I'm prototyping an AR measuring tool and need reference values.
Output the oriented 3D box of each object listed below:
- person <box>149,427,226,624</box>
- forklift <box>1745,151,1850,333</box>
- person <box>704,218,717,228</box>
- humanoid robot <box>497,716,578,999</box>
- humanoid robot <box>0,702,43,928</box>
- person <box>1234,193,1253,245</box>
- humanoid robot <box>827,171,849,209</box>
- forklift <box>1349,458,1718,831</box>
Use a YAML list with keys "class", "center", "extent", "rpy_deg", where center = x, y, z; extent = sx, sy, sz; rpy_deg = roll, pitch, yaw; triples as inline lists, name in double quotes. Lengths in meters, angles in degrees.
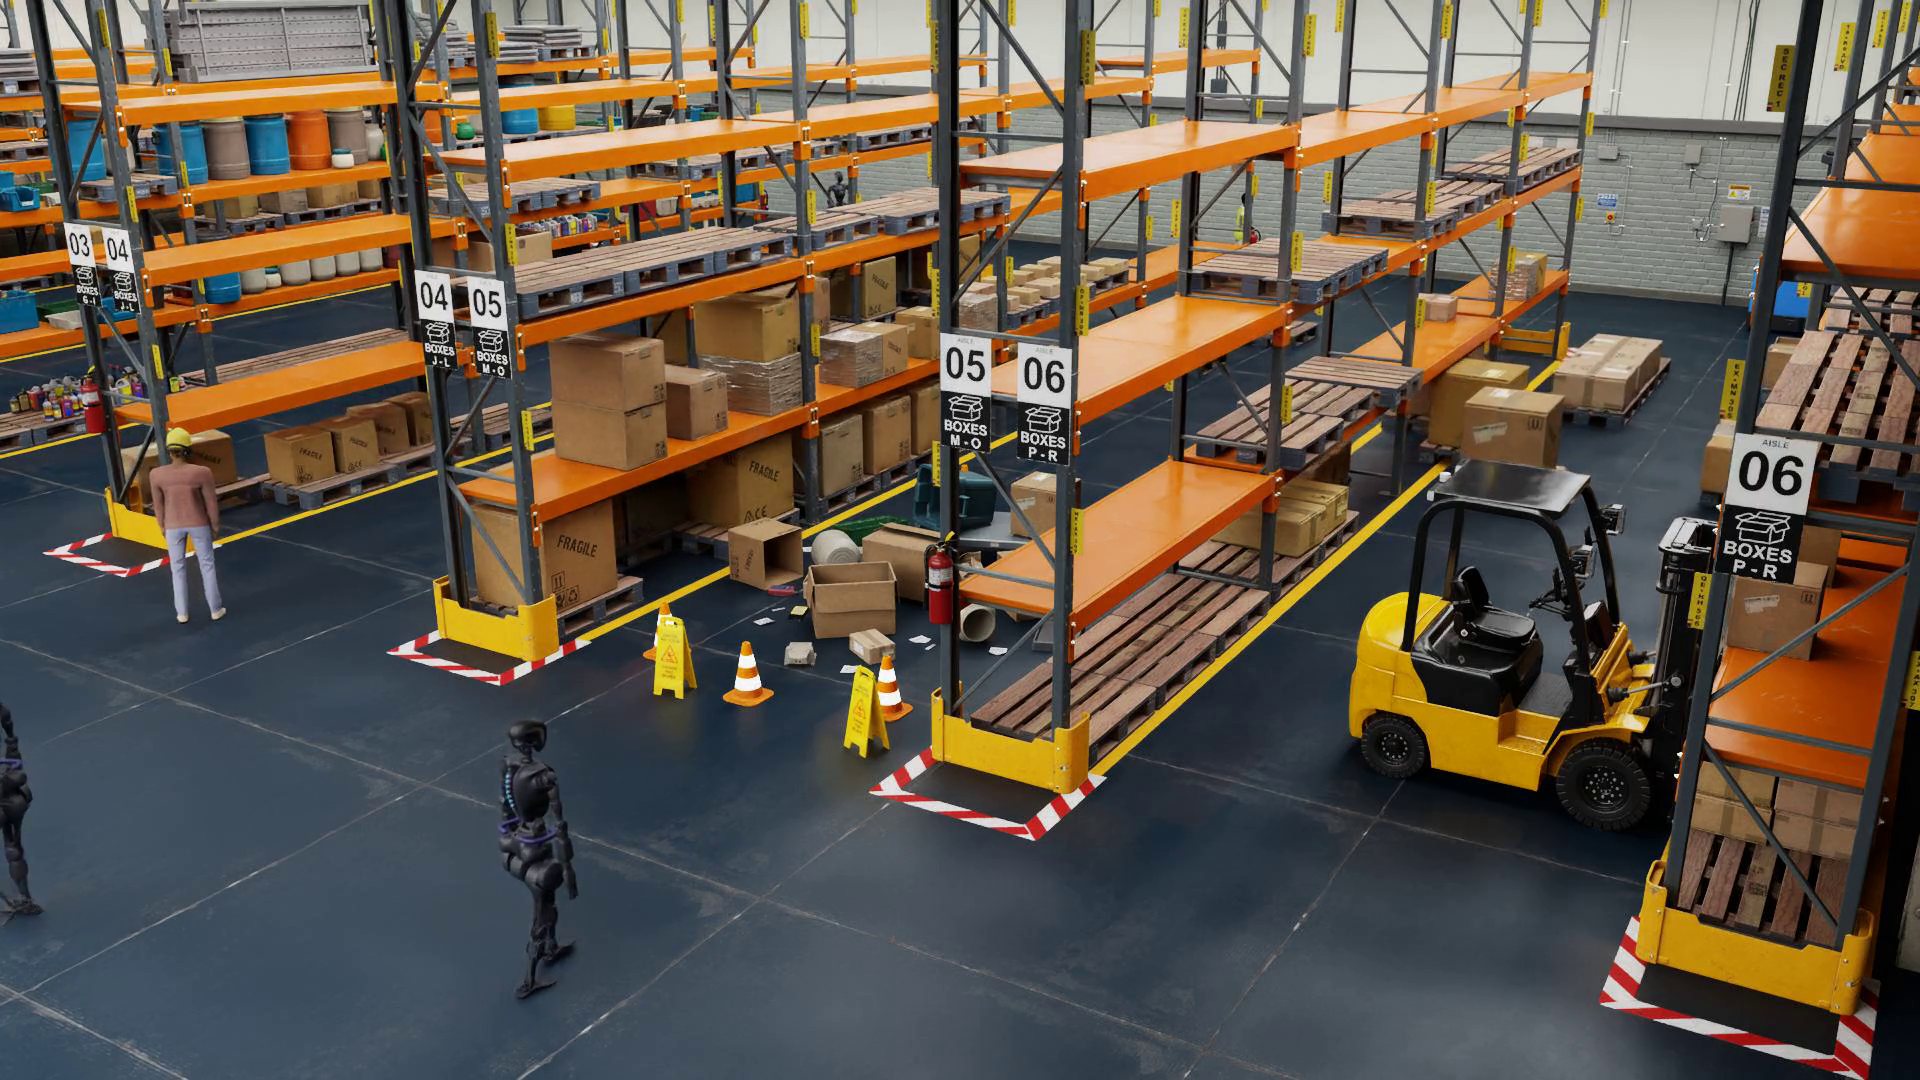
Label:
- class: "person"
  center: [-6.822, -0.128, 14.717]
  extent: [0.524, 1.758, 0.350]
  rpy_deg: [-6, 20, -16]
- class: "forklift"
  center: [13.620, -4.667, 26.137]
  extent: [1.873, 2.768, 1.129]
  rpy_deg: [11, 22, 29]
- class: "person"
  center: [-5.237, -7.062, 34.865]
  extent: [0.490, 1.688, 0.348]
  rpy_deg: [-6, 20, -18]
- class: "humanoid robot"
  center: [-2.370, 1.752, 9.411]
  extent: [0.609, 1.638, 0.557]
  rpy_deg: [15, 24, 36]
- class: "humanoid robot"
  center: [-5.808, 1.542, 9.996]
  extent: [0.382, 1.644, 0.601]
  rpy_deg: [4, 19, 11]
- class: "person"
  center: [5.180, -5.513, 30.381]
  extent: [0.319, 1.687, 0.537]
  rpy_deg: [-1, 19, -4]
- class: "humanoid robot"
  center: [-2.392, -6.606, 33.570]
  extent: [0.603, 1.647, 0.449]
  rpy_deg: [-10, 21, -27]
- class: "forklift"
  center: [3.988, 0.658, 11.776]
  extent: [2.313, 2.155, 1.214]
  rpy_deg: [11, 22, 29]
